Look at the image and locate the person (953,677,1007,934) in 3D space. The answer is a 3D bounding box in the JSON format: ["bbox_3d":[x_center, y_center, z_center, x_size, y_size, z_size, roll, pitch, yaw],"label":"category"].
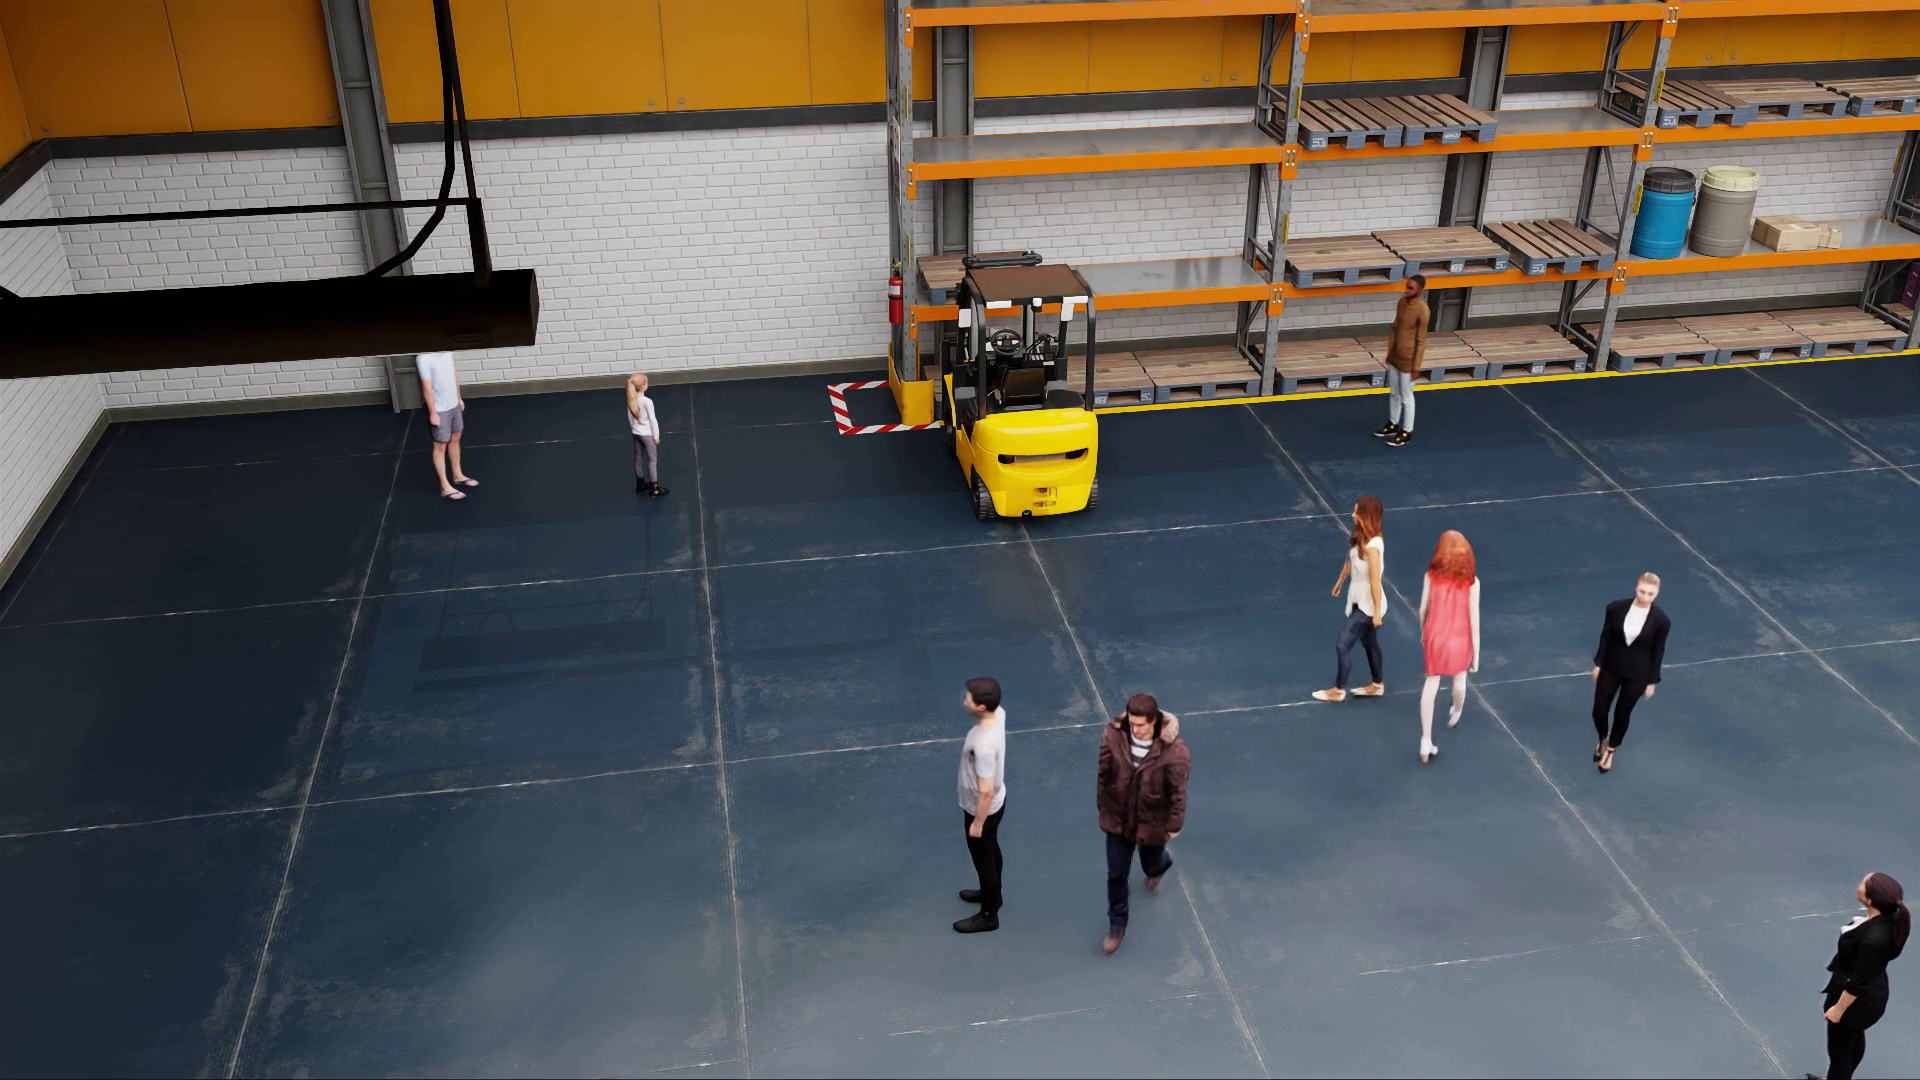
[{"bbox_3d":[0.163,1.667,10.536,0.665,1.862,0.725,4,29,7],"label":"person"}]

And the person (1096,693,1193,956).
[{"bbox_3d":[1.167,1.699,10.530,1.205,1.812,1.179,11,31,20],"label":"person"}]

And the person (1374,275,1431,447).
[{"bbox_3d":[4.584,-1.866,17.062,0.618,1.815,0.675,-11,31,-19],"label":"person"}]

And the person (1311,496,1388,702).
[{"bbox_3d":[3.221,0.490,12.799,0.886,1.762,0.764,1,29,2],"label":"person"}]

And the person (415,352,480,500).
[{"bbox_3d":[-4.996,-1.296,15.999,0.729,1.833,0.735,8,30,15],"label":"person"}]

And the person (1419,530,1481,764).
[{"bbox_3d":[3.507,0.830,12.154,1.034,1.784,1.061,18,33,30],"label":"person"}]

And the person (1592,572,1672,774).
[{"bbox_3d":[4.826,0.938,12.049,0.724,1.693,0.799,15,32,26],"label":"person"}]

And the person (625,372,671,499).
[{"bbox_3d":[-3.063,-1.026,16.083,0.578,1.279,0.640,17,33,29],"label":"person"}]

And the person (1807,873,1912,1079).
[{"bbox_3d":[4.952,2.524,9.177,0.746,1.659,0.661,25,37,38],"label":"person"}]
